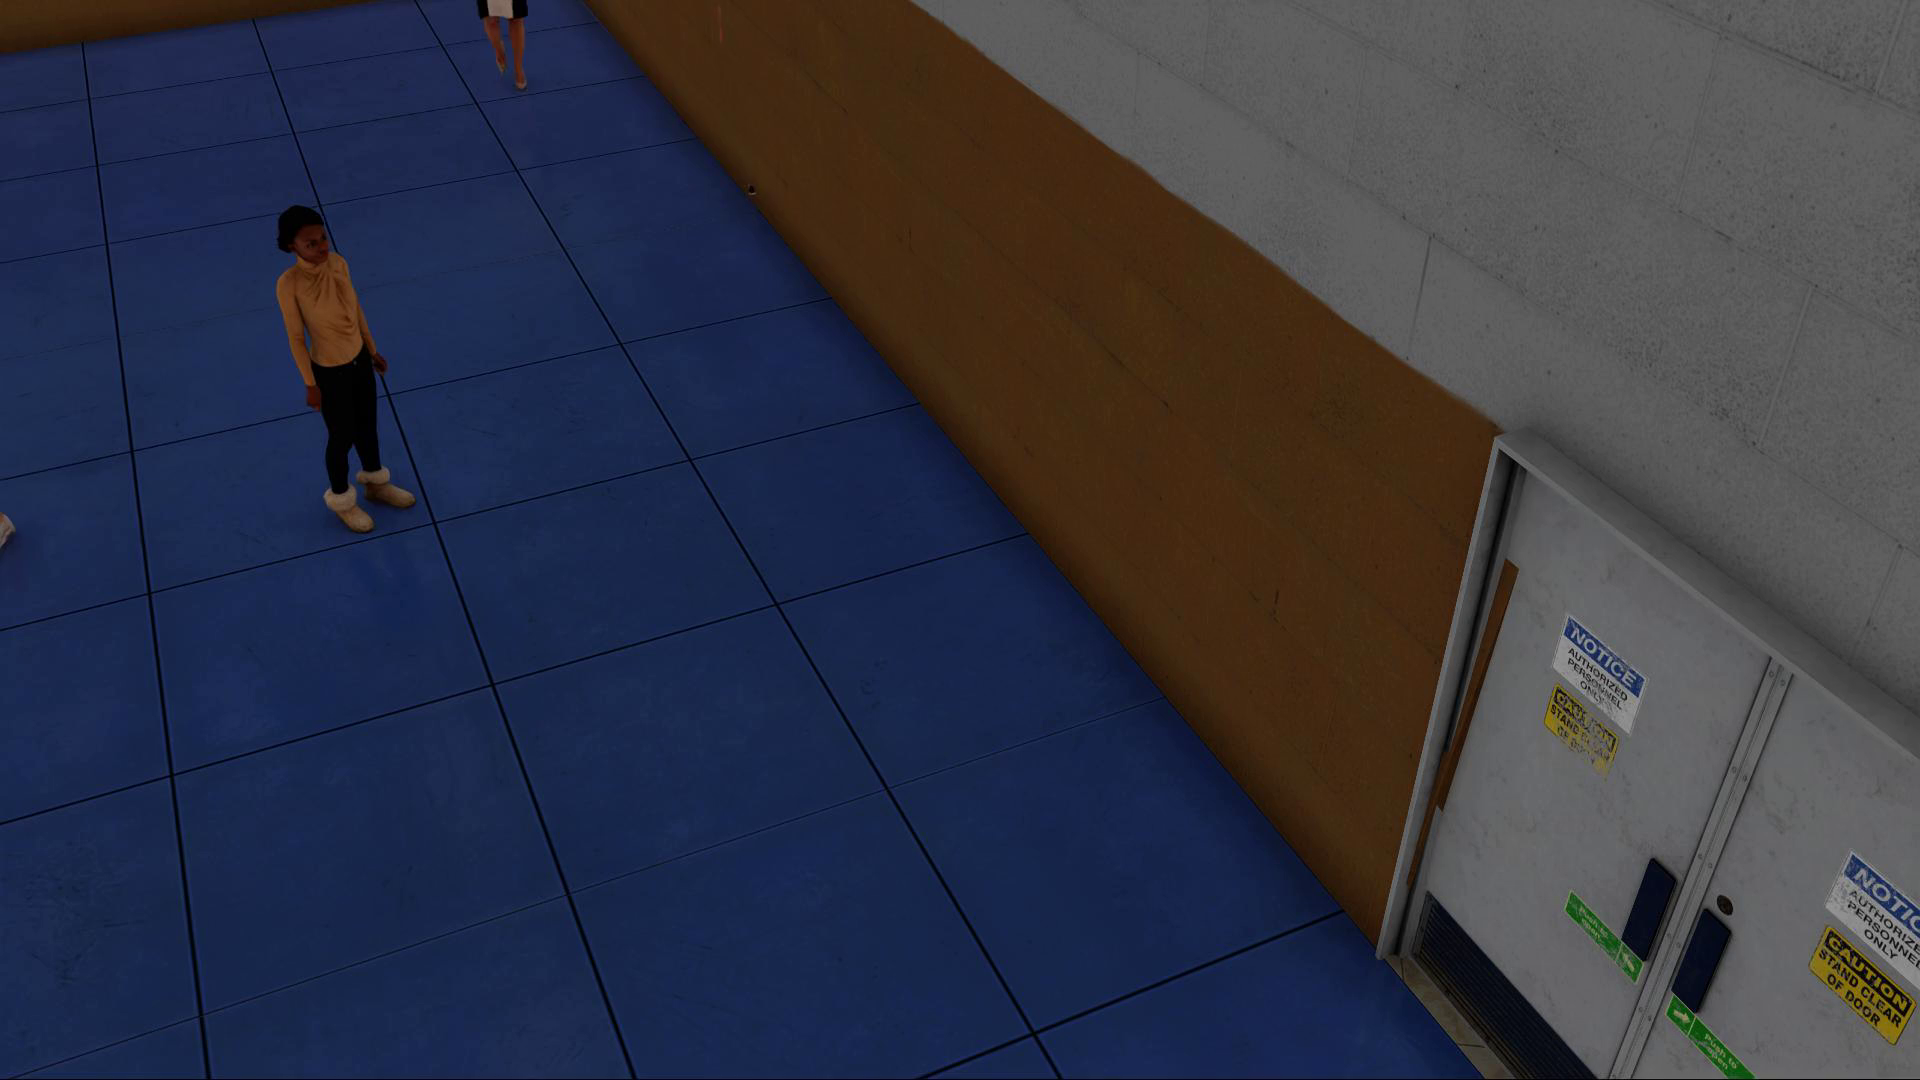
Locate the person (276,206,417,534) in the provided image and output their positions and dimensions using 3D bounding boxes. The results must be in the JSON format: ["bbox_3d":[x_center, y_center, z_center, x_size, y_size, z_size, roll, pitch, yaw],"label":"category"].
[{"bbox_3d":[-2.991,-0.838,7.955,0.767,1.659,0.694,15,40,20],"label":"person"}]

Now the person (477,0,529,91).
[{"bbox_3d":[-3.478,-4.269,12.461,0.721,1.738,0.755,-13,39,-16],"label":"person"}]

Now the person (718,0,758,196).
[{"bbox_3d":[-1.399,-3.152,11.151,1.011,1.523,0.735,-7,38,-10],"label":"person"}]
